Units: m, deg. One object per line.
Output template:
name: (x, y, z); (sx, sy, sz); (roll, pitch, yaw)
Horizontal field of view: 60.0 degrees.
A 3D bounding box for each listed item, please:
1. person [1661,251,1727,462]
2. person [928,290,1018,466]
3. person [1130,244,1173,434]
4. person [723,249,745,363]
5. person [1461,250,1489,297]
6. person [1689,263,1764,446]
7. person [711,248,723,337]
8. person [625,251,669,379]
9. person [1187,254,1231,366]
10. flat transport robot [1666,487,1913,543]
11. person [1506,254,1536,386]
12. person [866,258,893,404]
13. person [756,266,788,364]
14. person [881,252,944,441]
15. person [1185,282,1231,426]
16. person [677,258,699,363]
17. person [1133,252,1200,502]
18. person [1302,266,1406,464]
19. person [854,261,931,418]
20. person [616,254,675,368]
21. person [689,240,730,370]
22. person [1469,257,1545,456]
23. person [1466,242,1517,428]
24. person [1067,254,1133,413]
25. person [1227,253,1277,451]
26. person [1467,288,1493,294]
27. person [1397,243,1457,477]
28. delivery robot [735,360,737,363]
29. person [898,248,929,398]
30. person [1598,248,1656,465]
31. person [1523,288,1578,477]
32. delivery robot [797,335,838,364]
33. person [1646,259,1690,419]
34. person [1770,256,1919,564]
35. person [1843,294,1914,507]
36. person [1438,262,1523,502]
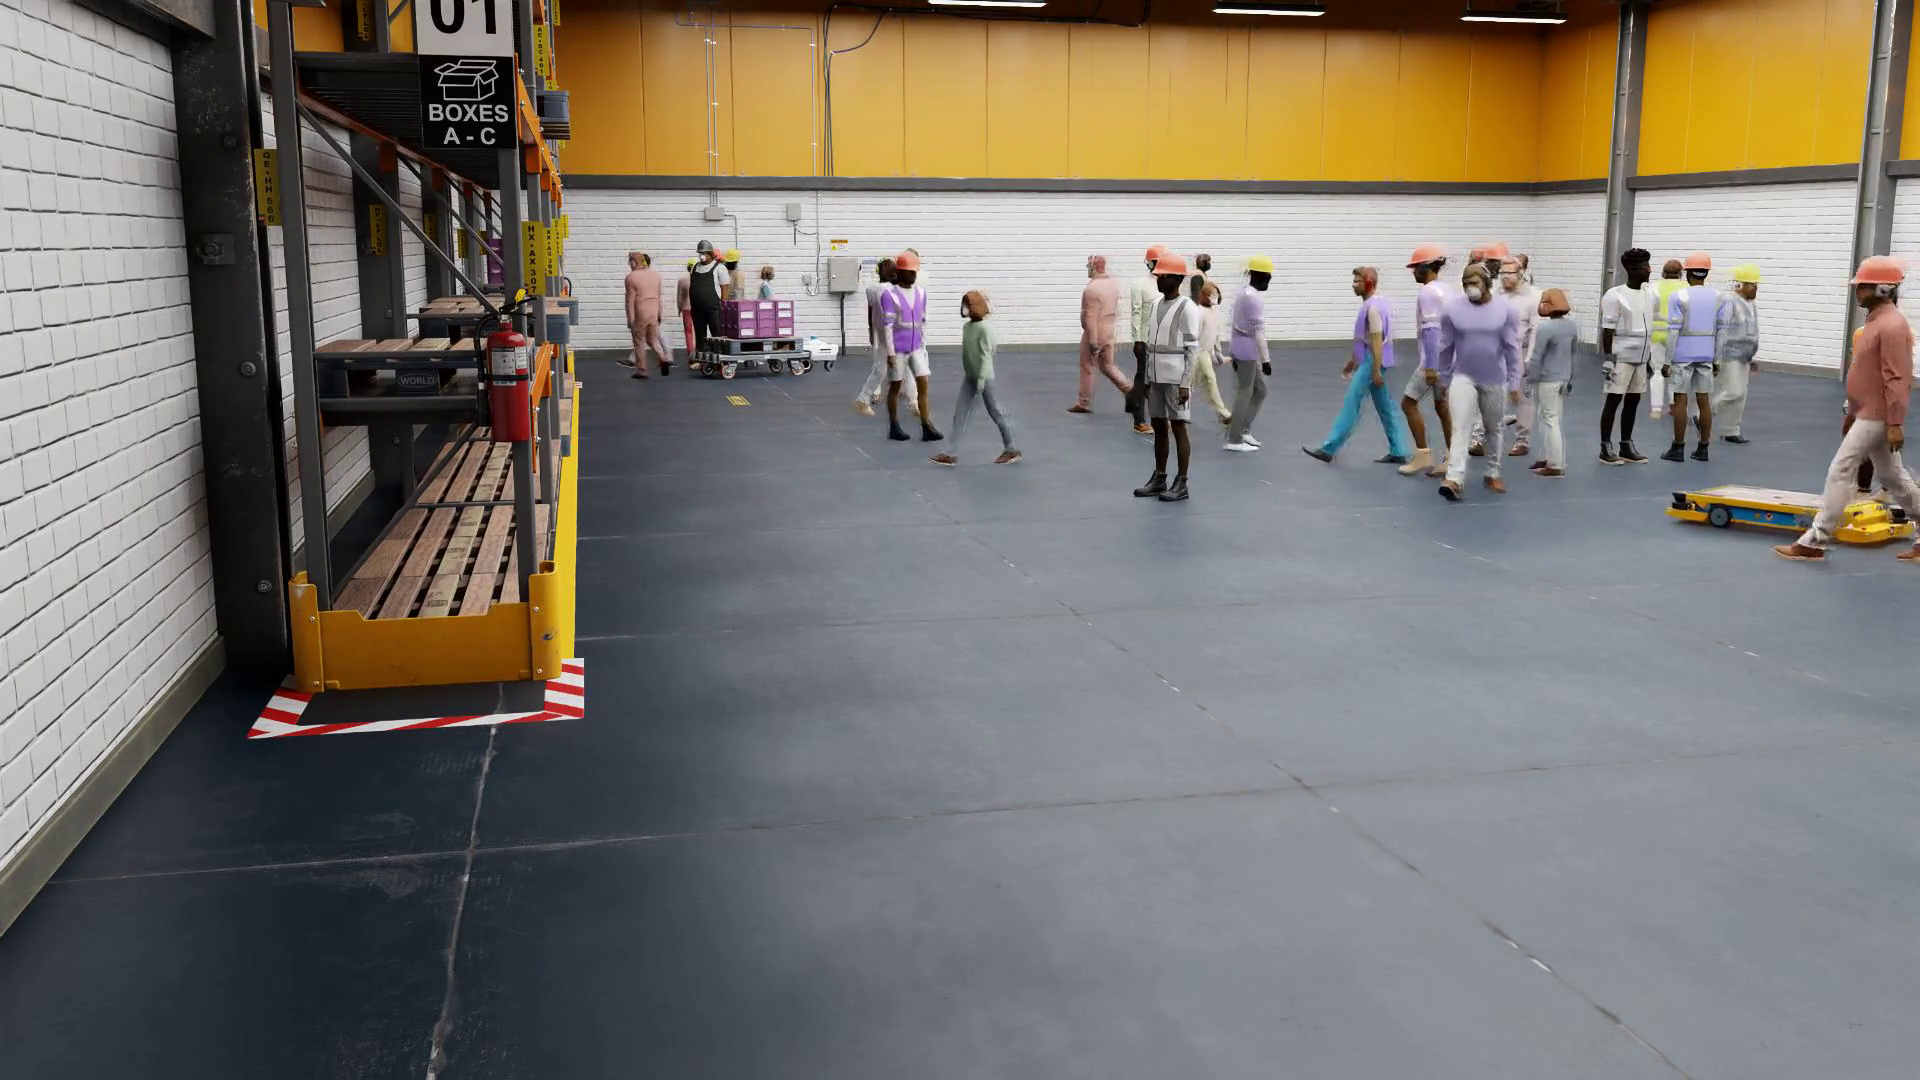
person: (6.742, -1.688, 15.346); (0.552, 1.935, 0.374); (-1, 10, -5)
person: (0.158, -1.451, 15.008); (0.908, 1.583, 0.512); (-6, 12, -29)
person: (2.056, -2.120, 17.578); (0.608, 1.995, 0.377); (-8, 13, -38)
person: (-3.741, -3.860, 27.511); (0.522, 1.889, 0.627); (-7, 12, -35)
person: (8.087, -3.615, 26.167); (0.584, 1.884, 0.347); (-4, 11, -22)
person: (7.657, -1.831, 16.483); (0.618, 1.811, 0.506); (-9, 14, -41)
person: (-3.952, -3.911, 27.786); (0.775, 1.909, 0.554); (-2, 10, -9)
person: (-4.593, -3.276, 24.290); (0.579, 1.880, 0.671); (9, 14, 41)
person: (4.036, -3.739, 27.085); (0.894, 1.807, 0.628); (2, 10, 10)
flat transport robot: (5.829, -0.202, 11.730); (0.652, 0.197, 1.431); (-8, 13, -38)
person: (7.790, -3.054, 23.169); (0.517, 1.843, 0.325); (-8, 13, -38)
person: (-0.935, -2.652, 21.012); (0.498, 1.827, 0.896); (-1, 10, -4)
person: (-3.088, -3.671, 27.269); (0.830, 1.602, 0.519); (-1, 10, -3)
person: (-0.475, -1.920, 16.704); (0.577, 1.904, 0.860); (-7, 13, -35)
person: (2.701, -2.032, 18.235); (0.854, 1.572, 0.524); (5, 12, 28)
person: (-4.440, -3.811, 27.719); (0.526, 1.750, 0.792); (-2, 10, -11)
person: (1.628, -1.275, 13.046); (0.351, 1.942, 0.545); (-7, 12, -33)
person: (3.646, -1.579, 15.144); (0.968, 1.794, 0.593); (3, 11, 15)
person: (-0.796, -2.310, 19.193); (0.939, 1.808, 0.636); (6, 12, 32)
person: (-5.007, -3.638, 26.493); (0.942, 1.813, 0.490); (1, 10, 4)
person: (-3.993, -3.689, 26.149); (0.685, 2.000, 0.538); (4, 11, 22)
person: (5.103, -1.687, 15.540); (0.661, 1.867, 0.900); (9, 14, 42)
person: (5.827, -2.199, 17.991); (0.639, 2.000, 0.983); (-5, 11, -24)
person: (1.665, -2.402, 19.462); (0.803, 1.884, 0.652); (8, 13, 38)
person: (2.820, -1.797, 16.038); (0.512, 1.903, 0.586); (0, 10, 1)
person: (4.639, -1.551, 15.140); (0.563, 1.727, 0.652); (-1, 10, -6)
person: (4.049, -1.526, 14.248); (0.657, 2.004, 0.633); (8, 13, 36)
delivery robot: (-3.546, -2.988, 26.117); (0.707, 0.478, 0.477); (-5, 11, -27)
person: (-0.603, -2.803, 21.538); (0.370, 1.934, 0.627); (3, 11, 19)
person: (6.084, -1.664, 15.128); (0.613, 1.965, 0.361); (-5, 11, -27)
person: (5.051, -1.363, 14.404); (0.523, 1.613, 0.557); (-7, 13, -35)
delivery robot: (-2.257, -2.929, 25.794); (0.707, 0.478, 0.477); (-5, 11, -24)
person: (8.068, -2.290, 18.984); (0.640, 1.823, 0.443); (3, 11, 14)
person: (5.778, -0.800, 10.430); (1.030, 1.948, 0.643); (4, 11, 21)
person: (6.965, -1.084, 12.654); (0.539, 1.698, 0.318); (-3, 11, -17)
person: (4.101, -1.243, 13.112); (0.655, 1.859, 1.108); (4, 11, 22)
